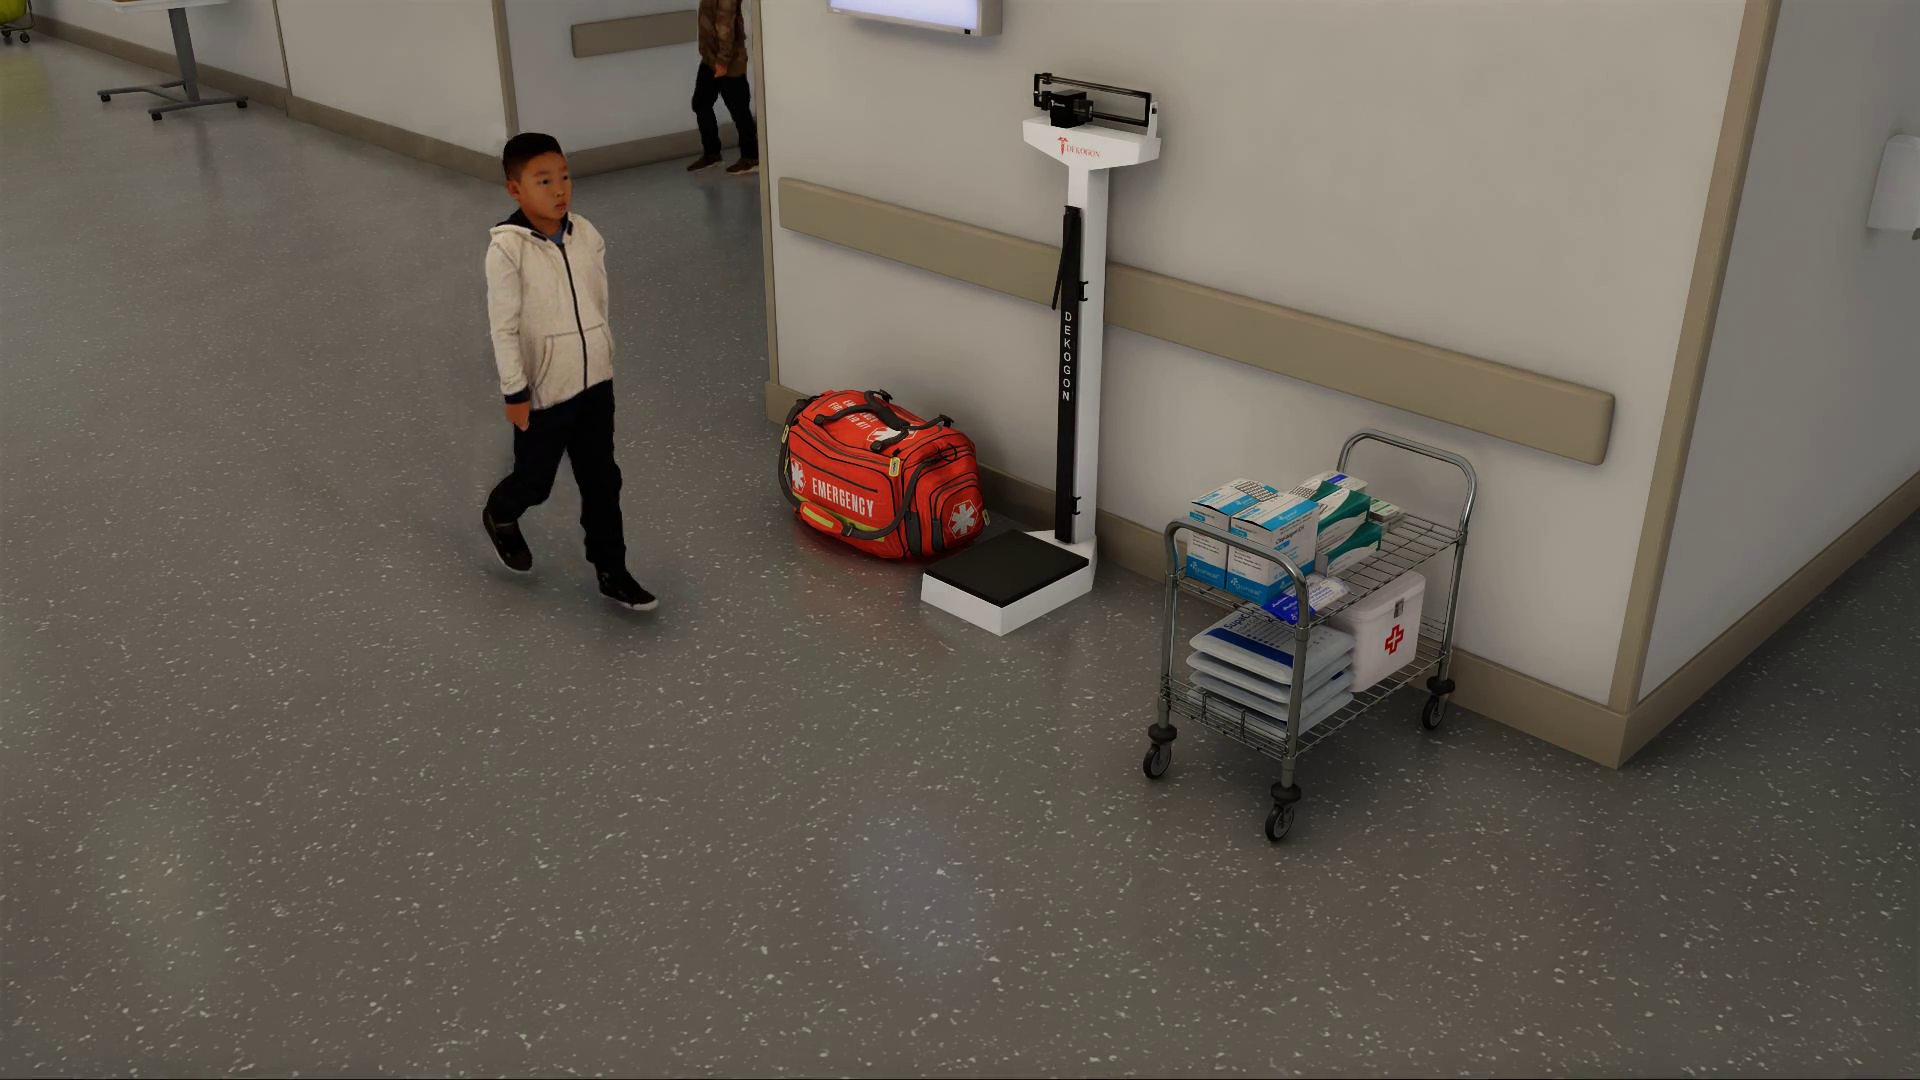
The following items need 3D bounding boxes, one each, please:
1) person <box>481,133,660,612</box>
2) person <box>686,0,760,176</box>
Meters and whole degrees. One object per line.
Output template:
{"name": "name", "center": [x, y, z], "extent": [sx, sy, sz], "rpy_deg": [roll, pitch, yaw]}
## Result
{"name": "person", "center": [-1.246, -0.486, 4.972], "extent": [0.950, 1.435, 0.664], "rpy_deg": [18, 31, 33]}
{"name": "person", "center": [-1.360, -2.935, 10.046], "extent": [0.670, 1.440, 0.612], "rpy_deg": [-19, 31, -34]}
